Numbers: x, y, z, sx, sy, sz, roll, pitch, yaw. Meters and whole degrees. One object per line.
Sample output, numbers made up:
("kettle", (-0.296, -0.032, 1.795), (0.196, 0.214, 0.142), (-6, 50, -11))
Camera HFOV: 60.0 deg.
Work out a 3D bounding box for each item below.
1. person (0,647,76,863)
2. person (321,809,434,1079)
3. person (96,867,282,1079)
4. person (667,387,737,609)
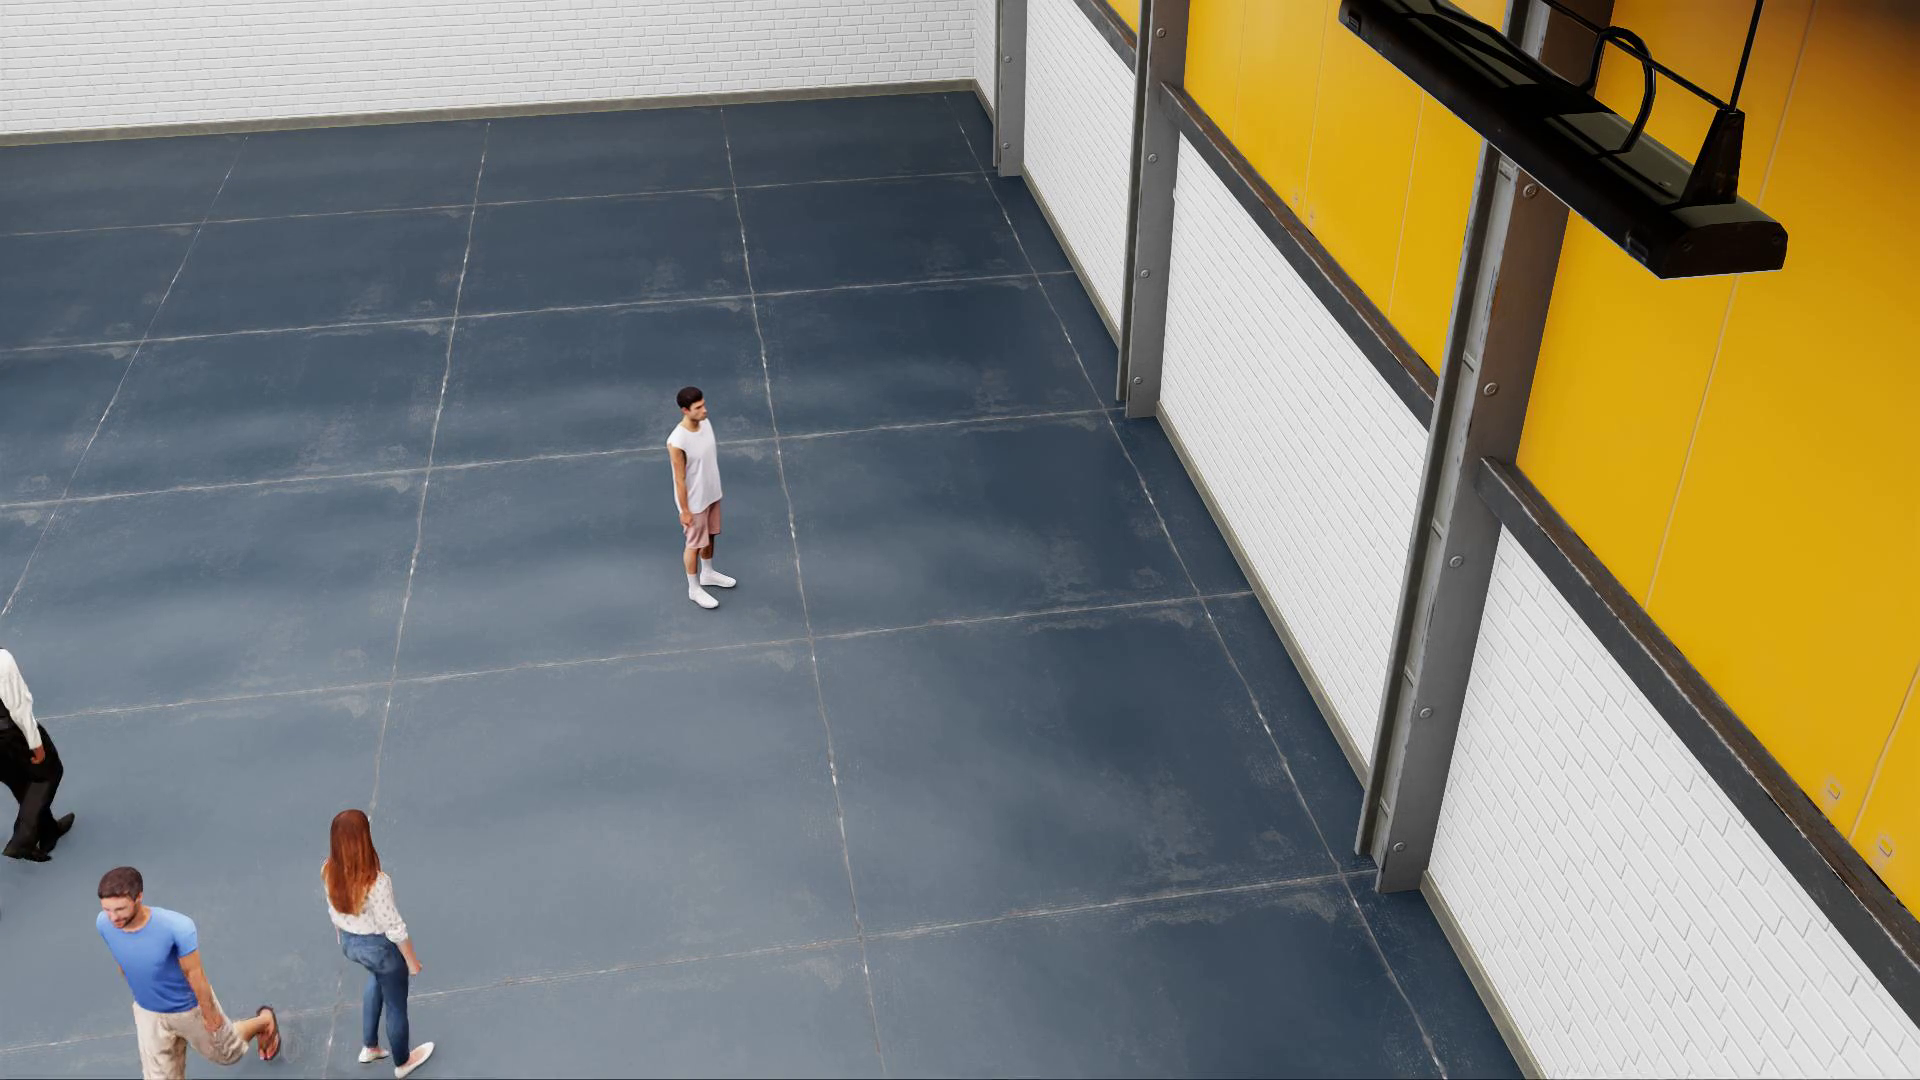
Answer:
("person", (-5.764, 1.193, 9.915), (0.854, 1.904, 0.986), (5, 34, 8))
("person", (-3.113, 2.156, 8.641), (0.811, 1.710, 0.856), (19, 38, 26))
("person", (-3.906, 2.258, 8.375), (0.856, 1.836, 1.220), (3, 34, 4))
("person", (-1.946, -0.347, 12.338), (0.794, 1.787, 0.683), (13, 36, 18))
